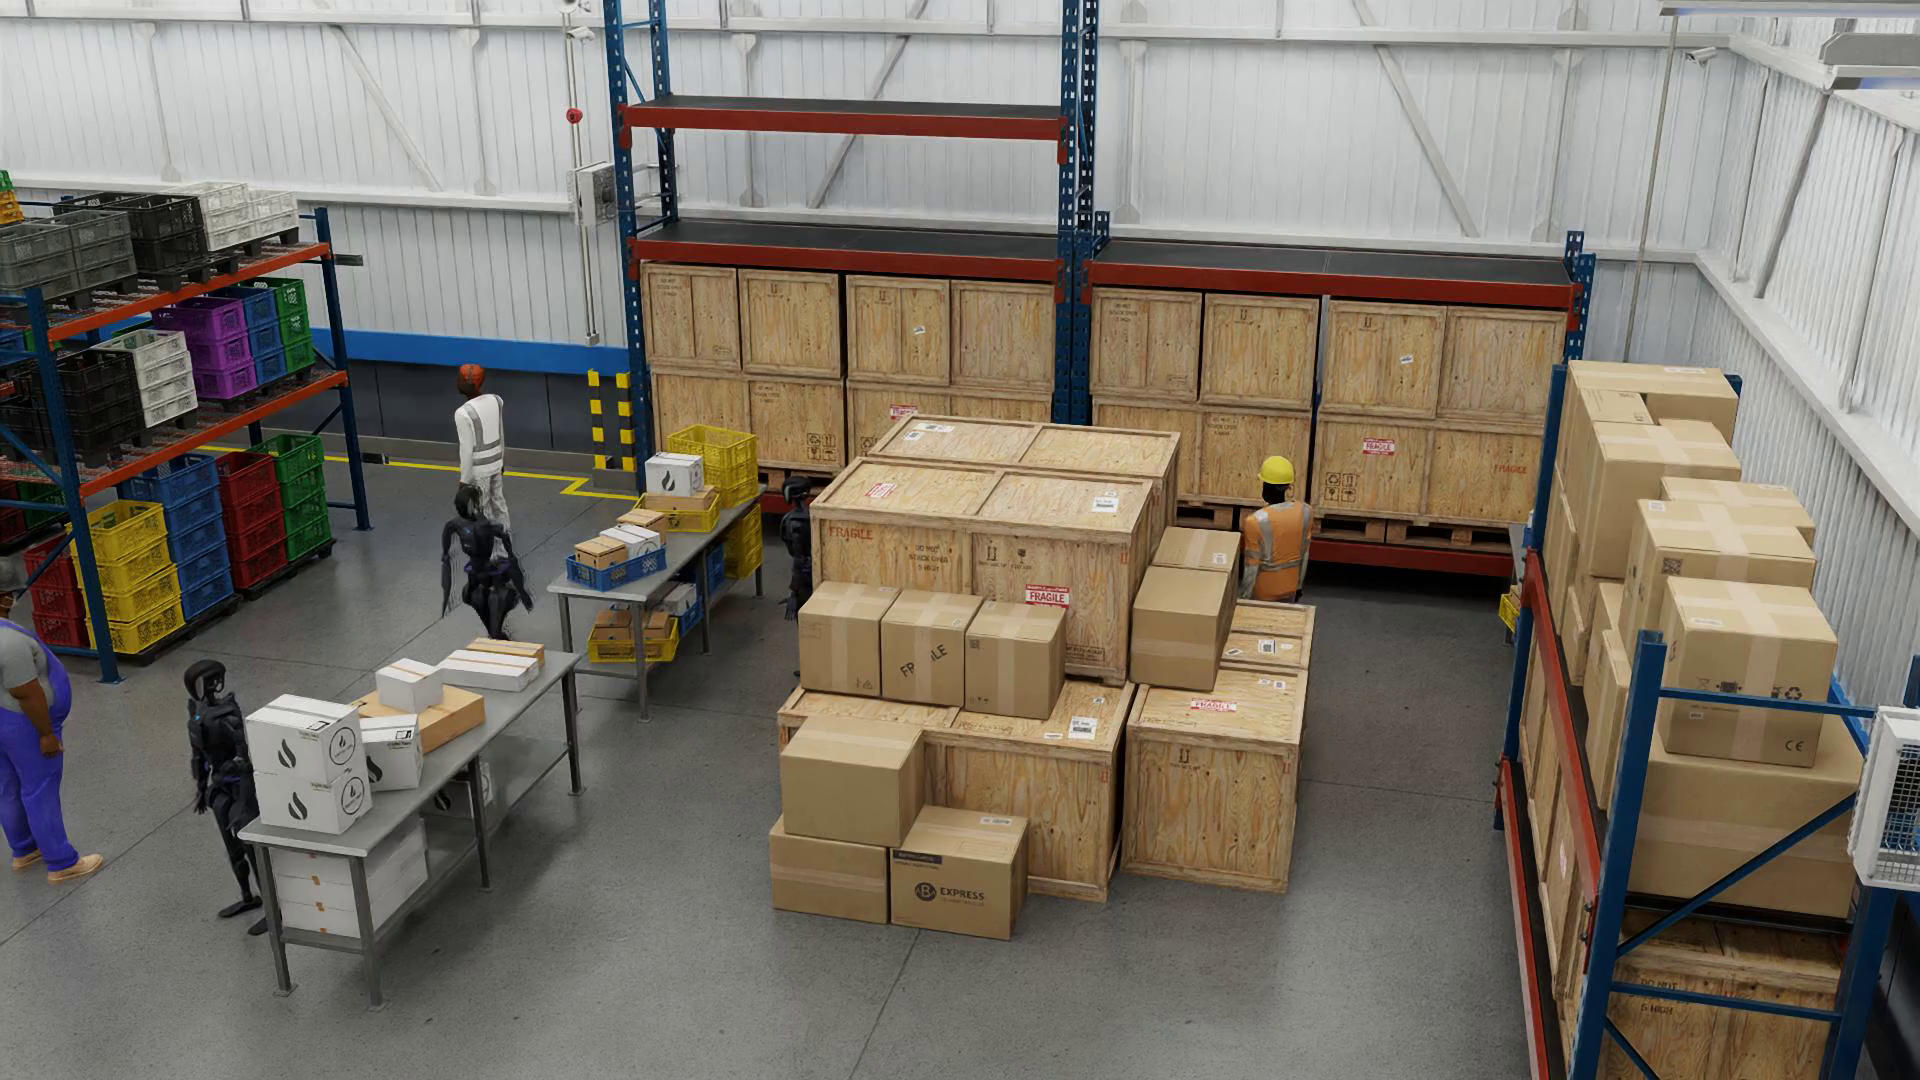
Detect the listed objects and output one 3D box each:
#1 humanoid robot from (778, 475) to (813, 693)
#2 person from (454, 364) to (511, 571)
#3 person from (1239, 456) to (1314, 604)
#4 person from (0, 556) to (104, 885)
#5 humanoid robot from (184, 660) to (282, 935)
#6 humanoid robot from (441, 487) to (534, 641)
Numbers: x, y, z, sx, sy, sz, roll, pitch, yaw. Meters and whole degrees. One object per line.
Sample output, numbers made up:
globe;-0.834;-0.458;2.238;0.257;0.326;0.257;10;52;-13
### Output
humanoid robot;-1.164;0.317;12.224;0.315;1.657;0.609;0;21;0
person;-4.133;-0.610;14.378;0.353;1.884;0.578;7;22;19
person;2.219;0.329;11.862;0.584;1.928;0.368;-12;24;-28
person;-5.531;1.044;9.836;0.674;2.000;0.536;12;24;29
humanoid robot;-4.088;1.429;9.315;0.591;1.657;0.327;15;26;35
humanoid robot;-3.488;0.333;12.296;0.593;1.620;0.832;6;22;16
